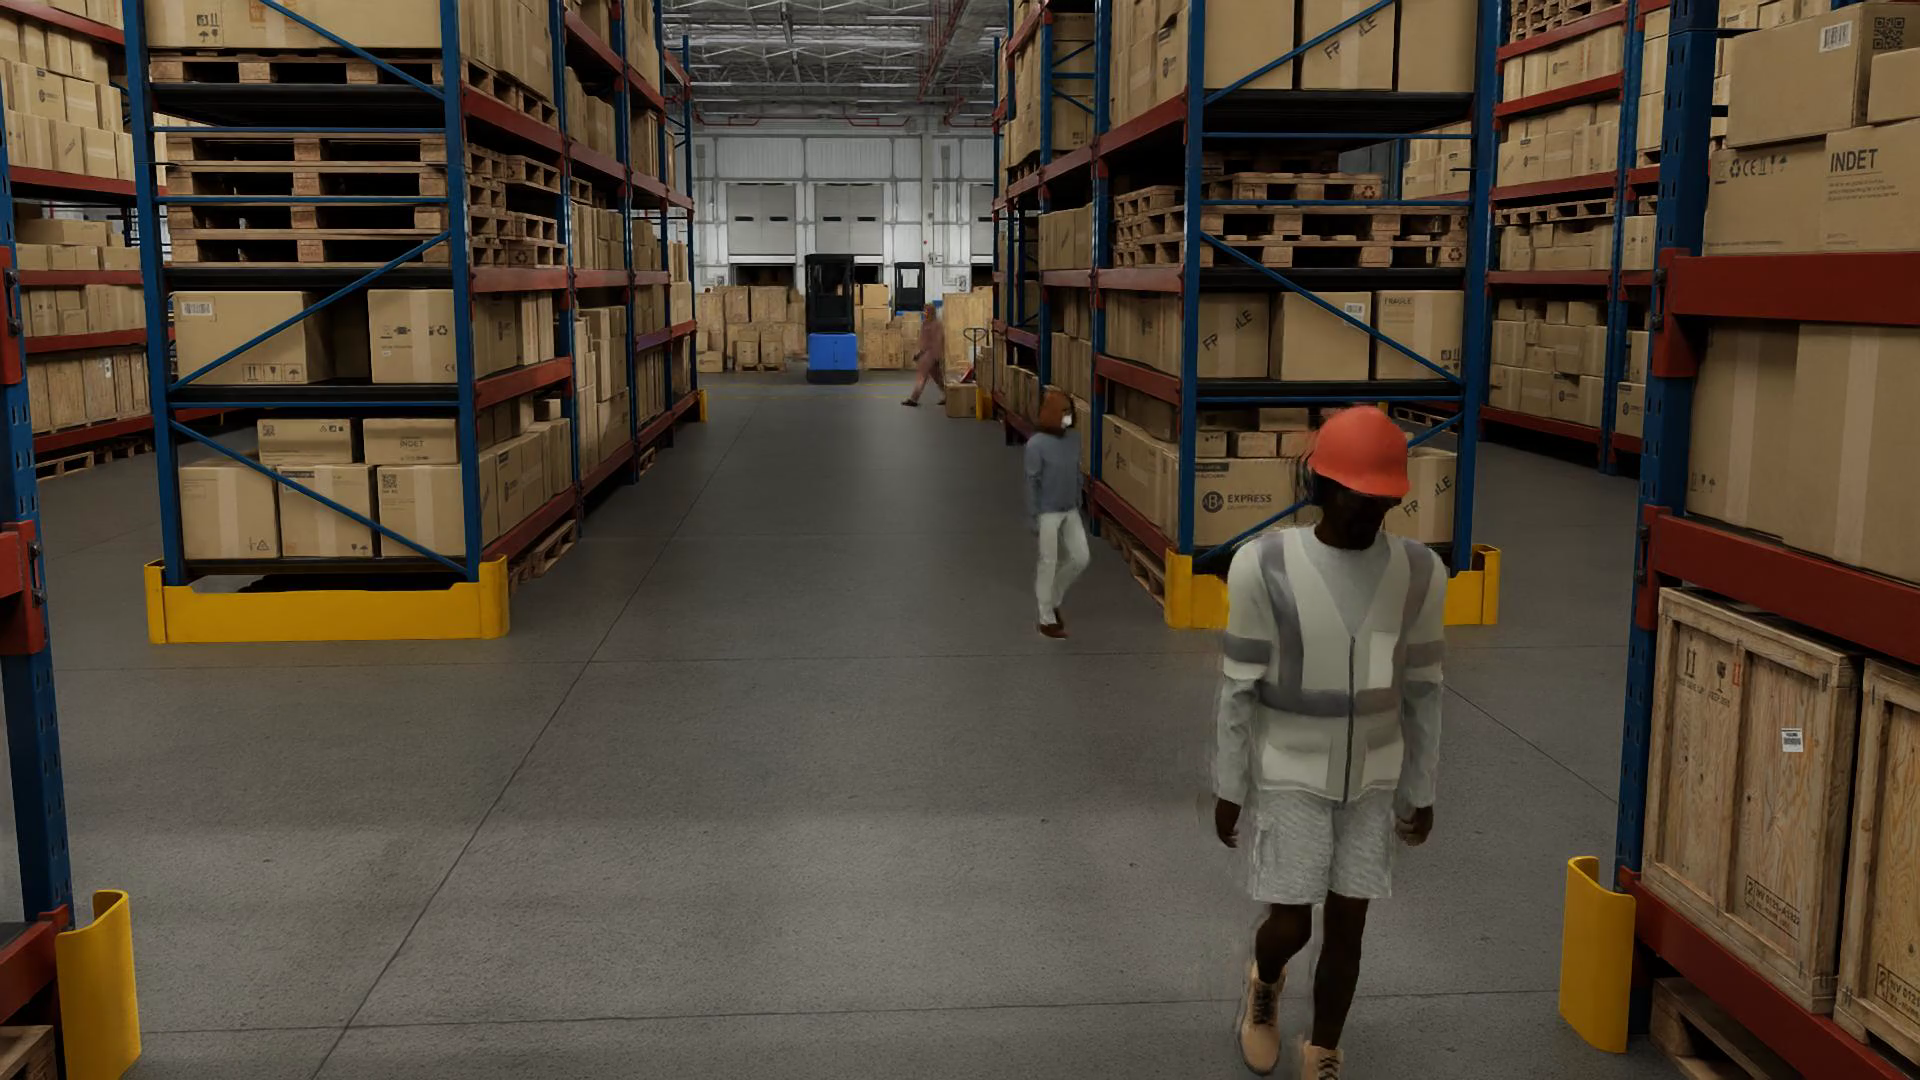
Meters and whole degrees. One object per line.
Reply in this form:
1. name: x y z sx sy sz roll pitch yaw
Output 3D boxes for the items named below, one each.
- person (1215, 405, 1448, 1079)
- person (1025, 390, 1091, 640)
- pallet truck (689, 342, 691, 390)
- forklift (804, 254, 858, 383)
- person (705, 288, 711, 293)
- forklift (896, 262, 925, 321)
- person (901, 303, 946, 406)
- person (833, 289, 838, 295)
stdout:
1. person: 1.005 0.630 4.546 0.630 2.023 0.550 -1 9 -7
2. person: 0.637 -0.160 10.767 0.520 1.622 0.333 -8 12 -41
3. pallet truck: -5.225 -3.008 27.480 1.885 1.965 0.823 2 9 14
4. forklift: -2.846 -4.899 36.594 1.129 2.768 1.873 -1 9 -8
5. person: -9.703 -8.785 64.119 0.355 1.883 0.575 0 9 1
6. forklift: -1.780 -8.547 59.499 1.129 2.768 1.873 -1 9 -4
7. person: -0.562 -3.343 30.052 0.982 1.860 0.642 -1 9 -8
8. person: -3.964 -7.105 53.415 0.434 1.928 0.652 -3 10 -18
